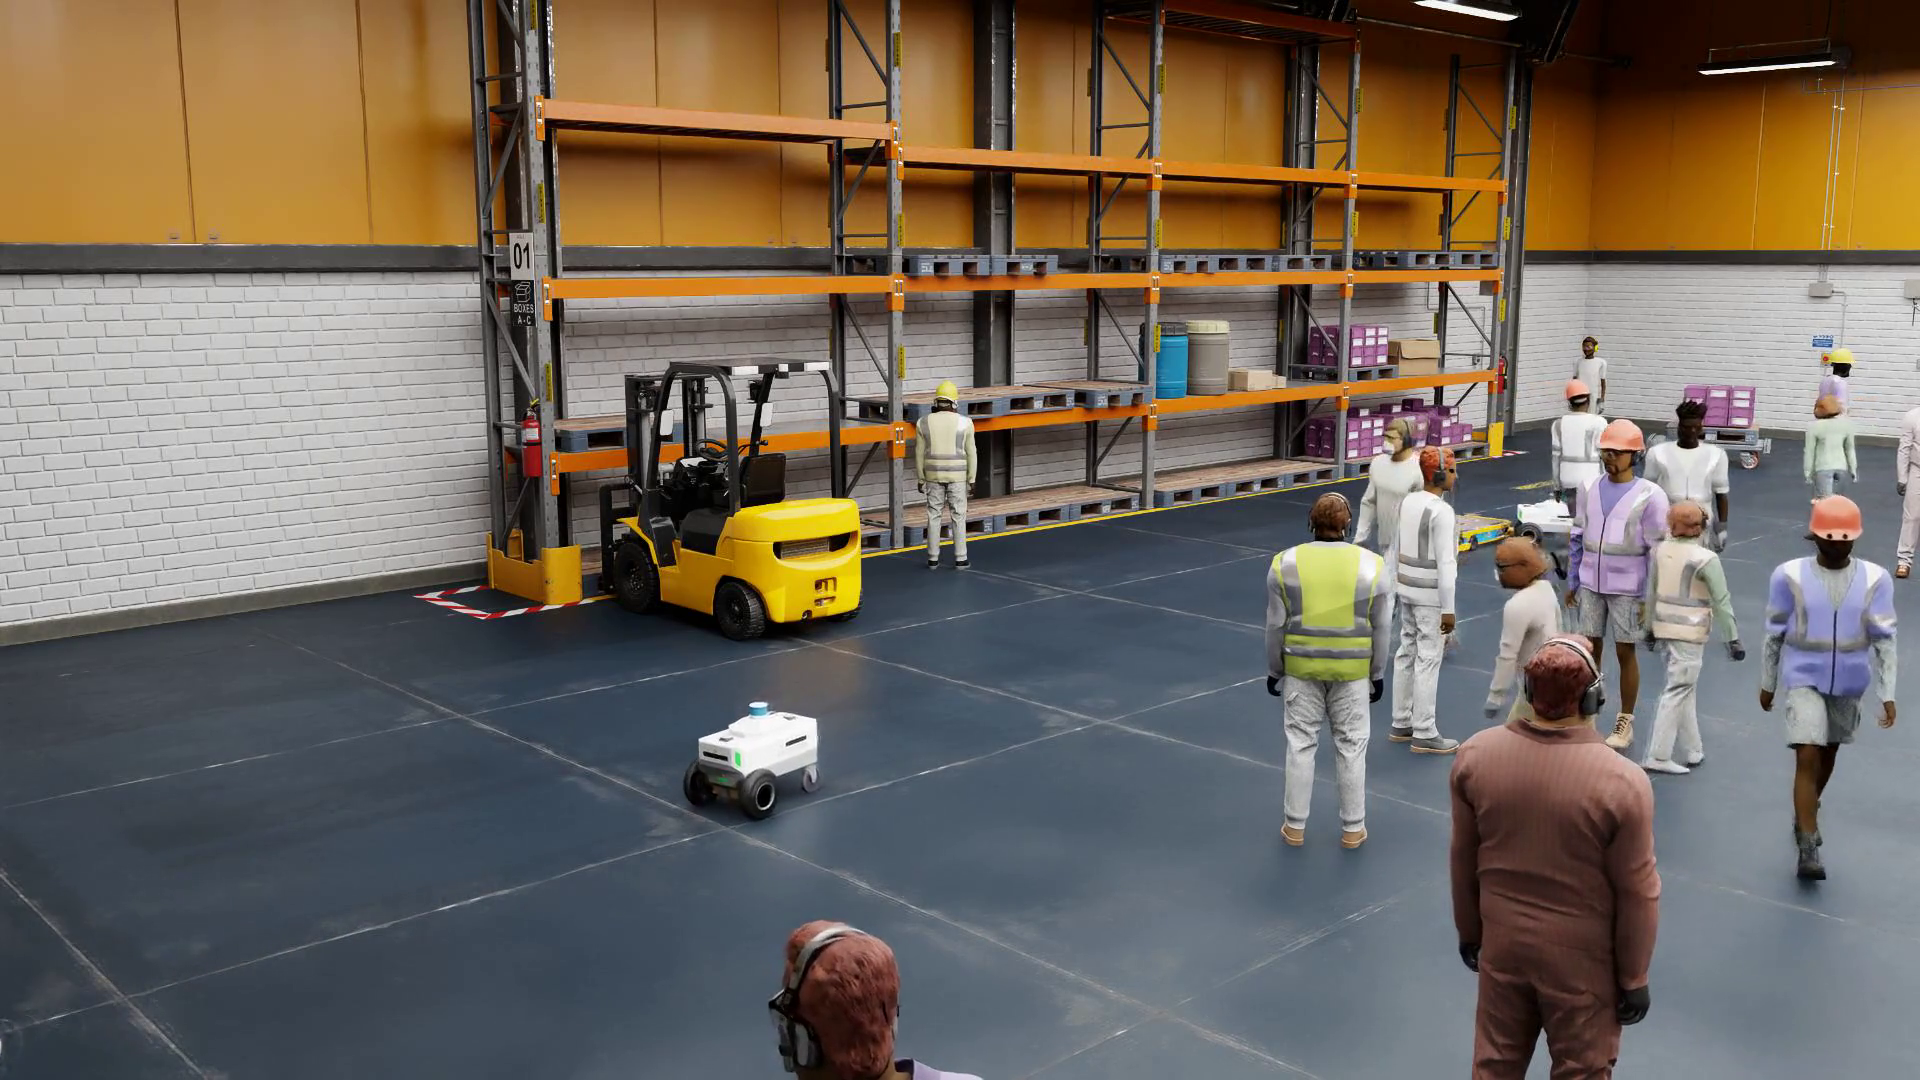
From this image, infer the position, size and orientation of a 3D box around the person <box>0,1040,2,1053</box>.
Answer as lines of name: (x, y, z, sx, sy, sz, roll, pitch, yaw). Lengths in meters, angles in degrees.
person: (-1.748, 1.634, 3.000, 0.594, 1.814, 0.699, 6, 11, 30)

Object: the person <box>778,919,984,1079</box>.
person: (-0.199, 1.592, 2.959, 0.642, 1.906, 0.410, -8, 13, -40)

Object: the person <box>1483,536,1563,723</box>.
person: (2.968, 0.770, 8.647, 0.605, 1.588, 0.525, 7, 12, 35)

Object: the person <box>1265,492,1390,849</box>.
person: (1.879, 0.670, 8.539, 0.621, 1.845, 0.429, 2, 10, 12)

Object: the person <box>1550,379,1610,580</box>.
person: (5.715, -0.539, 15.442, 0.700, 1.903, 0.582, -7, 12, -37)

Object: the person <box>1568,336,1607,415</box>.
person: (9.153, -2.035, 24.292, 0.520, 1.874, 0.332, 8, 12, 39)

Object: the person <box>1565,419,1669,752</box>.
person: (4.012, 0.275, 10.252, 0.365, 2.048, 0.607, -8, 12, -37)

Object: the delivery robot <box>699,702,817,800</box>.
delivery robot: (-1.115, 1.146, 9.240, 0.477, 0.478, 0.707, 7, 12, 35)

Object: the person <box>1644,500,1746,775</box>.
person: (4.273, 0.577, 9.740, 0.501, 1.616, 0.598, -3, 10, -15)

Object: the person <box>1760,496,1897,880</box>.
person: (4.311, 0.704, 8.253, 0.566, 1.865, 1.053, 3, 10, 16)

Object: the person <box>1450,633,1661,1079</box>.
person: (1.813, 1.230, 5.073, 0.407, 1.908, 0.638, -9, 13, -44)

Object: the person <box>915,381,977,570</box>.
person: (-0.129, -0.618, 16.106, 0.600, 1.831, 0.404, 1, 10, 7)

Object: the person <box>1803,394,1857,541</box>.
person: (9.151, -0.719, 17.419, 0.526, 1.595, 0.763, -1, 10, -8)

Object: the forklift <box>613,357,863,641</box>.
forklift: (-1.847, -0.414, 13.852, 1.214, 2.155, 2.313, -9, 13, -42)

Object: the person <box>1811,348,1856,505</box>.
person: (10.550, -1.344, 20.080, 0.368, 1.928, 0.585, 1, 10, 4)

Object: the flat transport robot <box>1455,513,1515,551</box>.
flat transport robot: (5.306, -0.090, 17.577, 1.431, 0.197, 0.652, -9, 14, -44)

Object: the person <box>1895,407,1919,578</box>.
person: (9.147, -0.569, 15.600, 0.642, 1.909, 0.399, 4, 11, 23)

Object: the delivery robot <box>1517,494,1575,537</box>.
delivery robot: (6.189, -0.241, 17.357, 0.707, 0.478, 0.477, 3, 10, 17)

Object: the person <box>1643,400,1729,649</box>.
person: (5.621, -0.114, 12.897, 0.633, 1.919, 0.906, 3, 10, 15)

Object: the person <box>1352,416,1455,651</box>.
person: (3.283, 0.023, 12.228, 1.066, 1.892, 0.619, -3, 10, -17)

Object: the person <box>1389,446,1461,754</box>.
person: (2.868, 0.362, 10.218, 0.338, 1.882, 0.583, -2, 10, -13)
